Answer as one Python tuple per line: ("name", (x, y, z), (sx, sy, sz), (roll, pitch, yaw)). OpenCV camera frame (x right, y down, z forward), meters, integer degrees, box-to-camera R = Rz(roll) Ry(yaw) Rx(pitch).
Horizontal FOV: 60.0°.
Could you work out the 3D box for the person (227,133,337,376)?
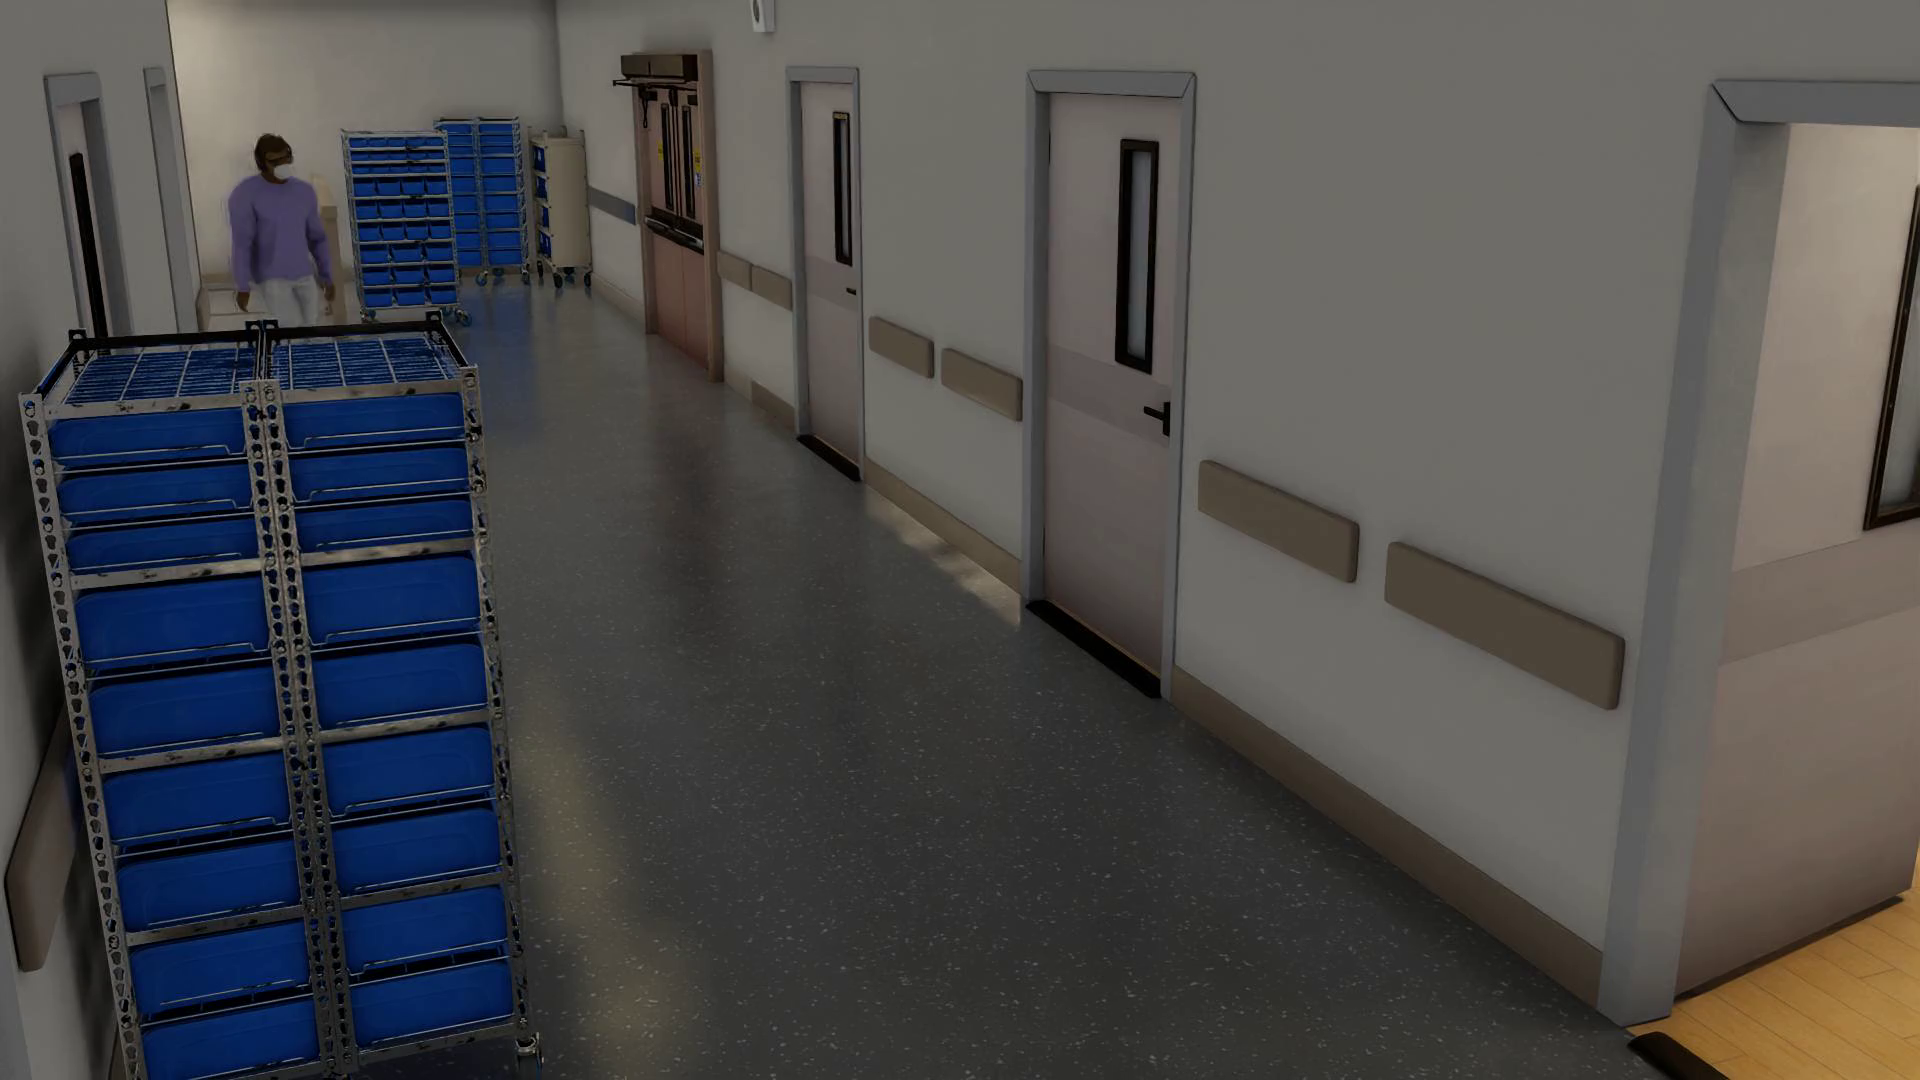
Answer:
("person", (-4.410, -1.697, 10.943), (0.438, 1.916, 0.728), (9, 18, 27))
